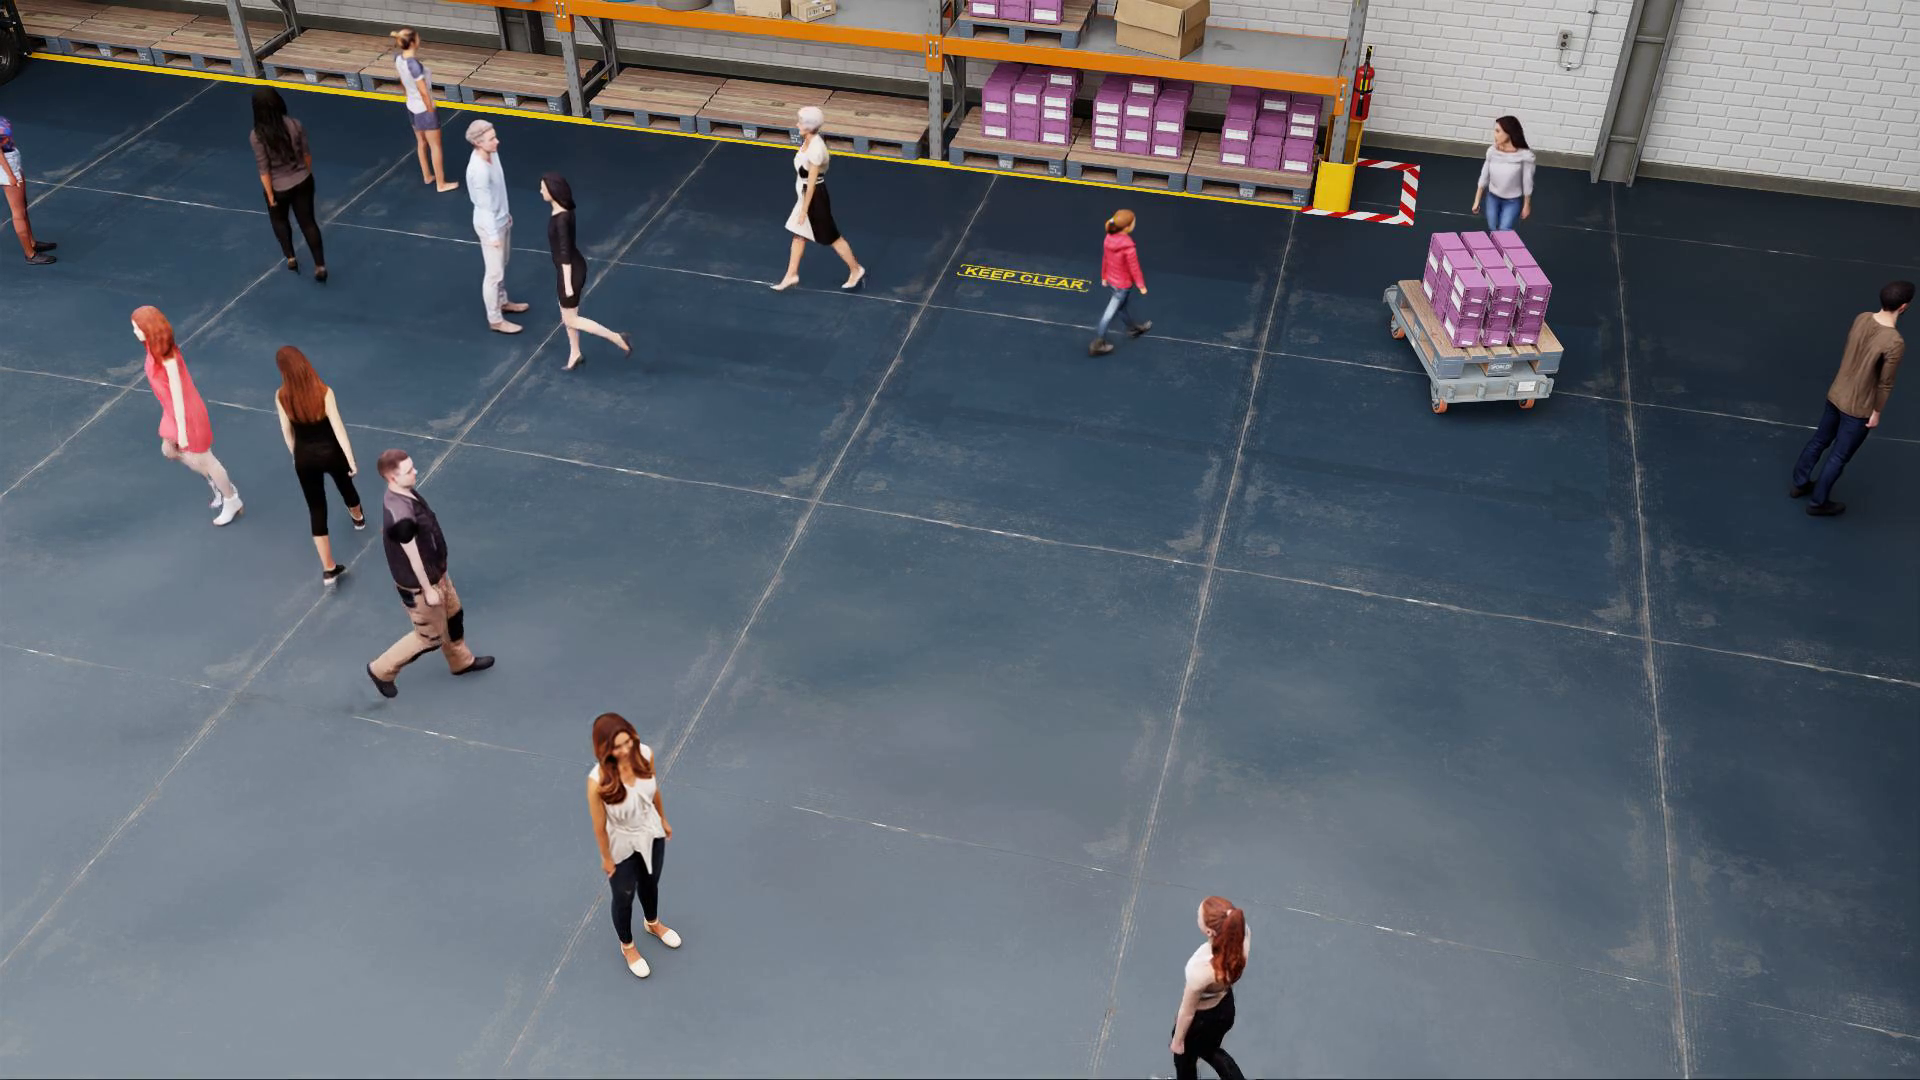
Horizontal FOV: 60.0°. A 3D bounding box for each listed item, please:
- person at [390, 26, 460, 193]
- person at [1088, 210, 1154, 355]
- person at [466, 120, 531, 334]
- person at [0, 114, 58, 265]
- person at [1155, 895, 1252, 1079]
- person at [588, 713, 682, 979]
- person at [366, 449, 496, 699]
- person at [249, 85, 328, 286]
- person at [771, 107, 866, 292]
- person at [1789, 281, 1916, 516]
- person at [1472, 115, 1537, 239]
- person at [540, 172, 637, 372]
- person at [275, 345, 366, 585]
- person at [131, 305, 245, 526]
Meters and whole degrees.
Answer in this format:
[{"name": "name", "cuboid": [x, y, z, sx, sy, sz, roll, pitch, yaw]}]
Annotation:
[{"name": "person", "cuboid": [-5.223, -4.178, 16.129, 0.719, 1.625, 0.620, -30, 48, -32]}, {"name": "person", "cuboid": [1.254, -2.105, 13.804, 0.925, 1.287, 0.813, -15, 41, -18]}, {"name": "person", "cuboid": [-3.944, -2.654, 14.012, 0.700, 1.885, 0.724, -1, 39, -1]}, {"name": "person", "cuboid": [-8.578, -3.336, 14.979, 0.704, 1.743, 0.670, -15, 41, -18]}, {"name": "person", "cuboid": [1.245, 2.323, 7.905, 1.028, 1.729, 0.857, 29, 47, 31]}, {"name": "person", "cuboid": [-1.741, 1.578, 8.793, 0.668, 1.785, 0.663, 30, 47, 32]}, {"name": "person", "cuboid": [-3.479, 0.236, 10.446, 1.134, 1.819, 0.982, -10, 40, -12]}, {"name": "person", "cuboid": [-5.815, -3.043, 14.552, 0.874, 1.818, 0.952, -28, 46, -30]}, {"name": "person", "cuboid": [-1.160, -2.908, 14.469, 1.165, 1.711, 0.973, -10, 40, -12]}, {"name": "person", "cuboid": [6.432, -1.019, 11.963, 0.707, 1.886, 0.727, -7, 39, -8]}, {"name": "person", "cuboid": [4.827, -2.962, 14.627, 0.728, 1.599, 0.812, 27, 46, 30]}, {"name": "person", "cuboid": [-3.053, -2.105, 13.406, 0.983, 1.784, 0.814, -5, 39, -6]}, {"name": "person", "cuboid": [-4.420, -0.484, 11.456, 1.177, 1.683, 1.007, -3, 39, -4]}, {"name": "person", "cuboid": [-5.427, -0.902, 11.876, 0.793, 1.813, 0.712, -30, 47, -32]}]
